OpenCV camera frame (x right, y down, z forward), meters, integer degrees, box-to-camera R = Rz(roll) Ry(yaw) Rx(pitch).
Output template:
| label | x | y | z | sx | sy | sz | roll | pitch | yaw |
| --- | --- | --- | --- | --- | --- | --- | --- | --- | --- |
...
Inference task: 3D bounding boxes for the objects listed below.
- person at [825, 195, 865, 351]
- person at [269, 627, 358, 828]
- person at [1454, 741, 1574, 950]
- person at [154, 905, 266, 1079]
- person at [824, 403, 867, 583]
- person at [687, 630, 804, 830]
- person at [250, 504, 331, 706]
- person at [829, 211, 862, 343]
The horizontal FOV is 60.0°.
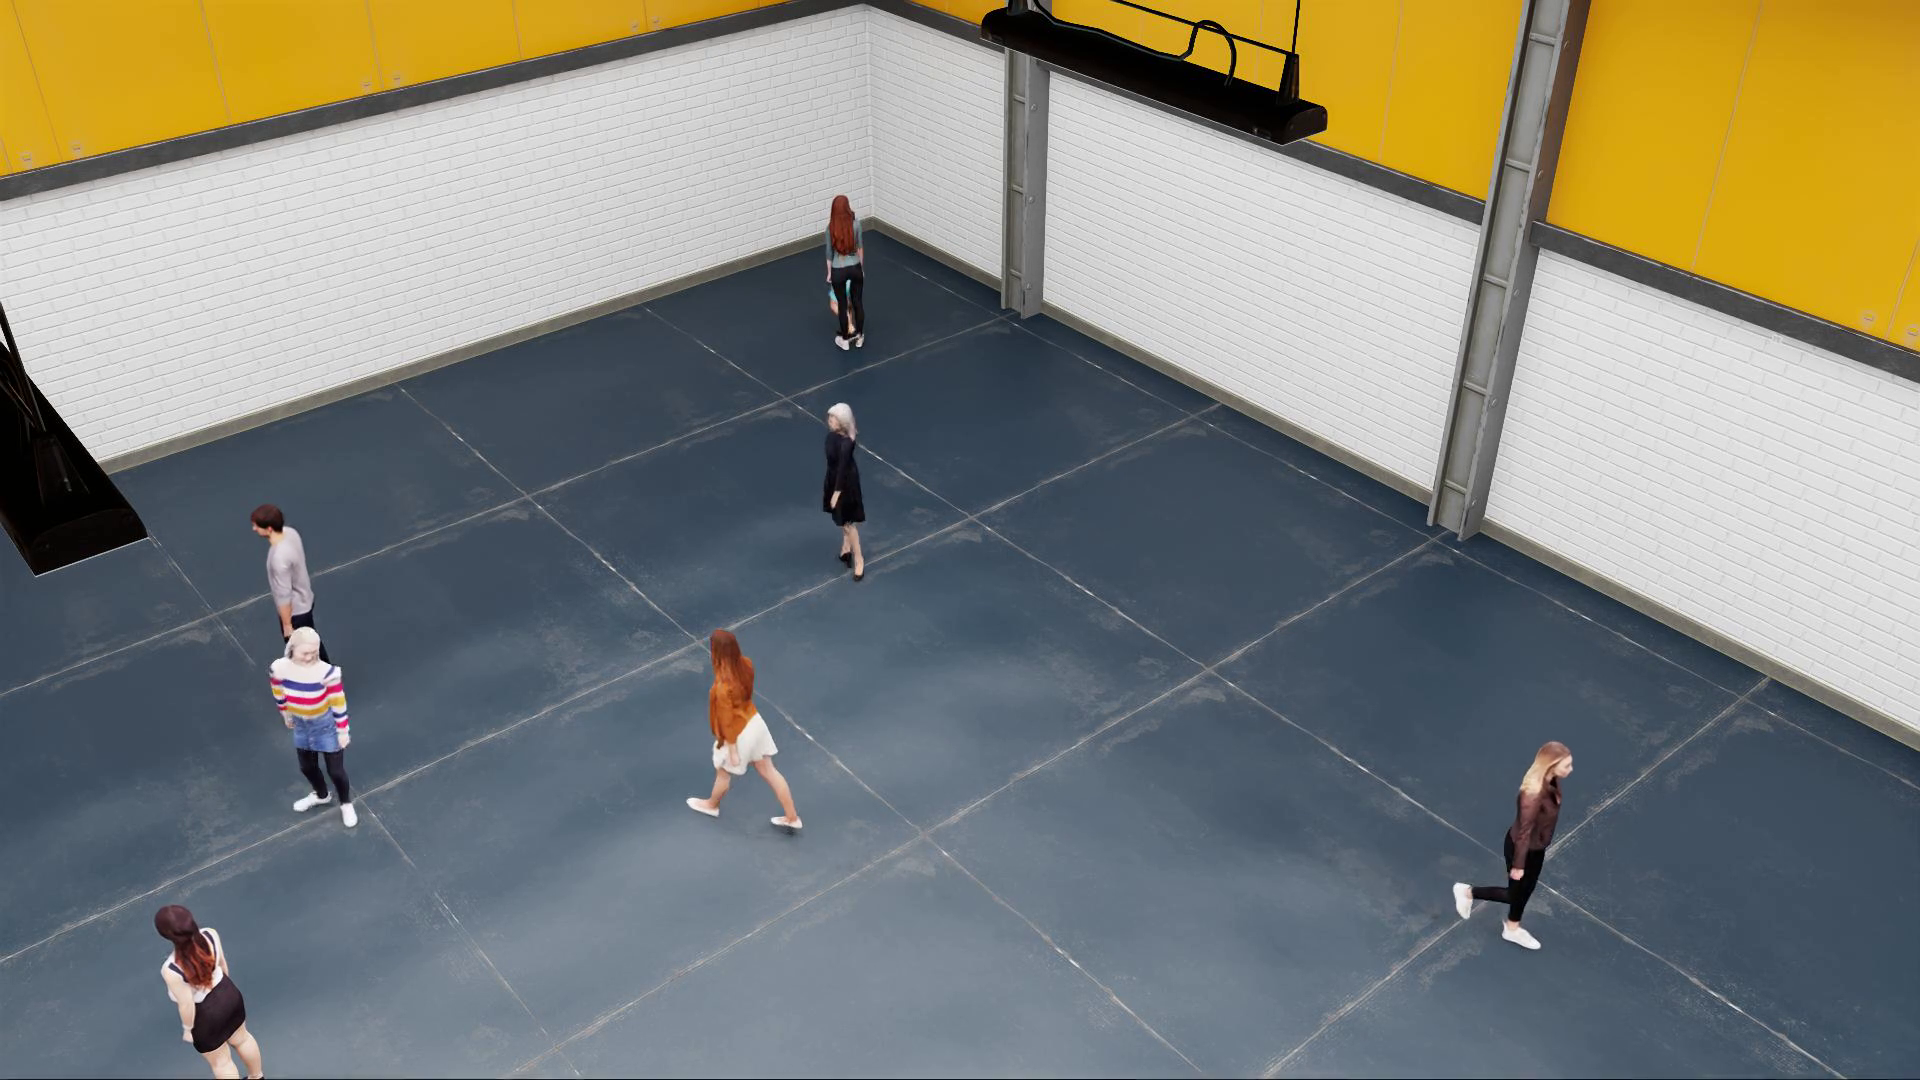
| label | x | y | z | sx | sy | sz | roll | pitch | yaw |
| --- | --- | --- | --- | --- | --- | --- | --- | --- | --- |
| person | -1.229 | -2.888 | 17.973 | 0.647 | 1.742 | 0.656 | -9 | 35 | -14 |
| person | -4.523 | 1.283 | 11.668 | 0.859 | 1.774 | 0.926 | 11 | 35 | 15 |
| person | 3.586 | 1.947 | 10.742 | 0.895 | 1.693 | 0.716 | 24 | 40 | 31 |
| person | -4.331 | 2.718 | 9.619 | 0.664 | 1.652 | 0.634 | 9 | 35 | 14 |
| person | -1.008 | -0.495 | 14.387 | 0.859 | 1.726 | 0.735 | 4 | 34 | 6 |
| person | -1.439 | 1.386 | 11.605 | 1.209 | 1.673 | 0.939 | 15 | 36 | 21 |
| person | -5.102 | 0.493 | 12.796 | 0.803 | 1.841 | 0.681 | -6 | 34 | -9 |
| person | -1.195 | -2.836 | 18.074 | 0.724 | 1.543 | 0.594 | 23 | 40 | 31 |
